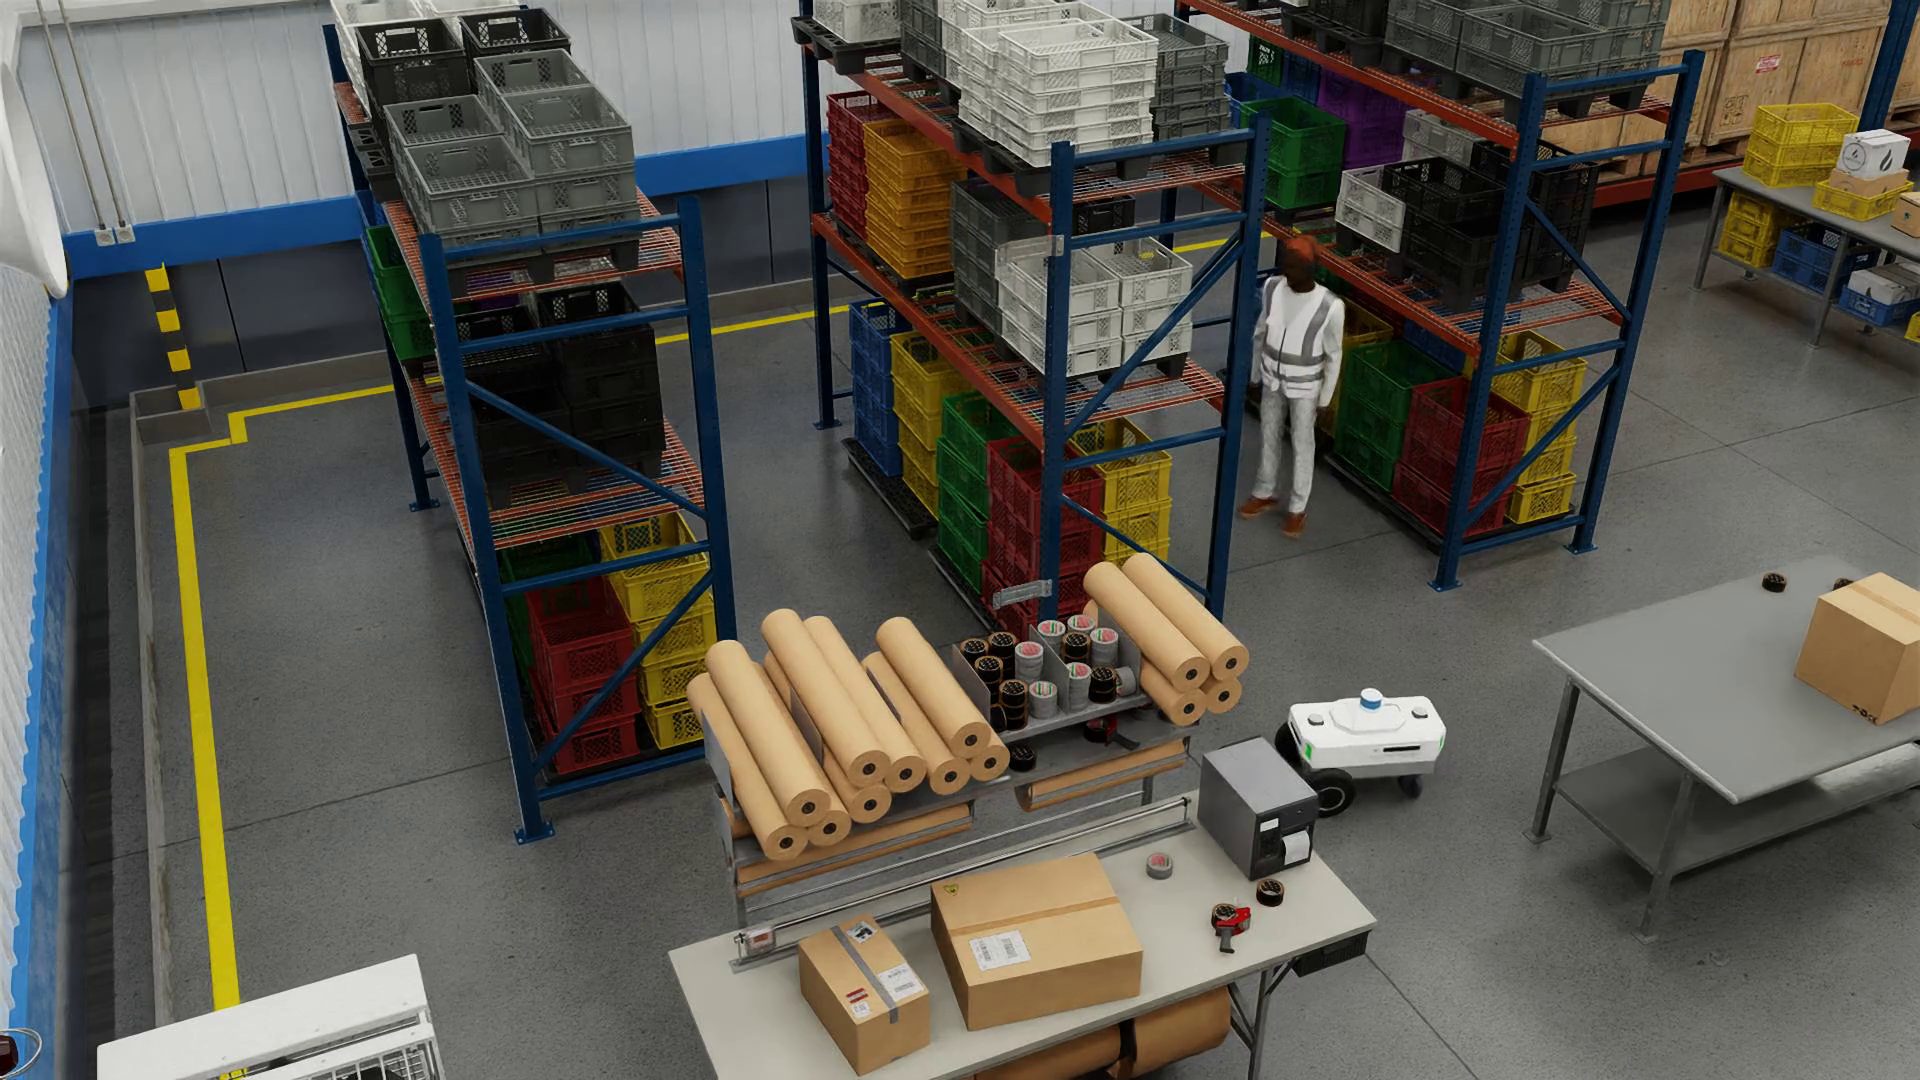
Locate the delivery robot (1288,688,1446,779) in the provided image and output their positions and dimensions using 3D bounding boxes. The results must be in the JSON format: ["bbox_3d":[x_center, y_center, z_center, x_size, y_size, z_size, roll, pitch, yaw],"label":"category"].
[{"bbox_3d":[1.966,0.940,8.063,0.707,0.478,0.477,-3,32,-5],"label":"delivery robot"}]

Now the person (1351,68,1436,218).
[{"bbox_3d":[3.729,-3.446,14.007,0.735,1.922,0.699,-6,32,-10],"label":"person"}]

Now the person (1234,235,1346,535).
[{"bbox_3d":[1.972,-0.928,9.924,0.583,1.882,0.337,27,41,37],"label":"person"}]
